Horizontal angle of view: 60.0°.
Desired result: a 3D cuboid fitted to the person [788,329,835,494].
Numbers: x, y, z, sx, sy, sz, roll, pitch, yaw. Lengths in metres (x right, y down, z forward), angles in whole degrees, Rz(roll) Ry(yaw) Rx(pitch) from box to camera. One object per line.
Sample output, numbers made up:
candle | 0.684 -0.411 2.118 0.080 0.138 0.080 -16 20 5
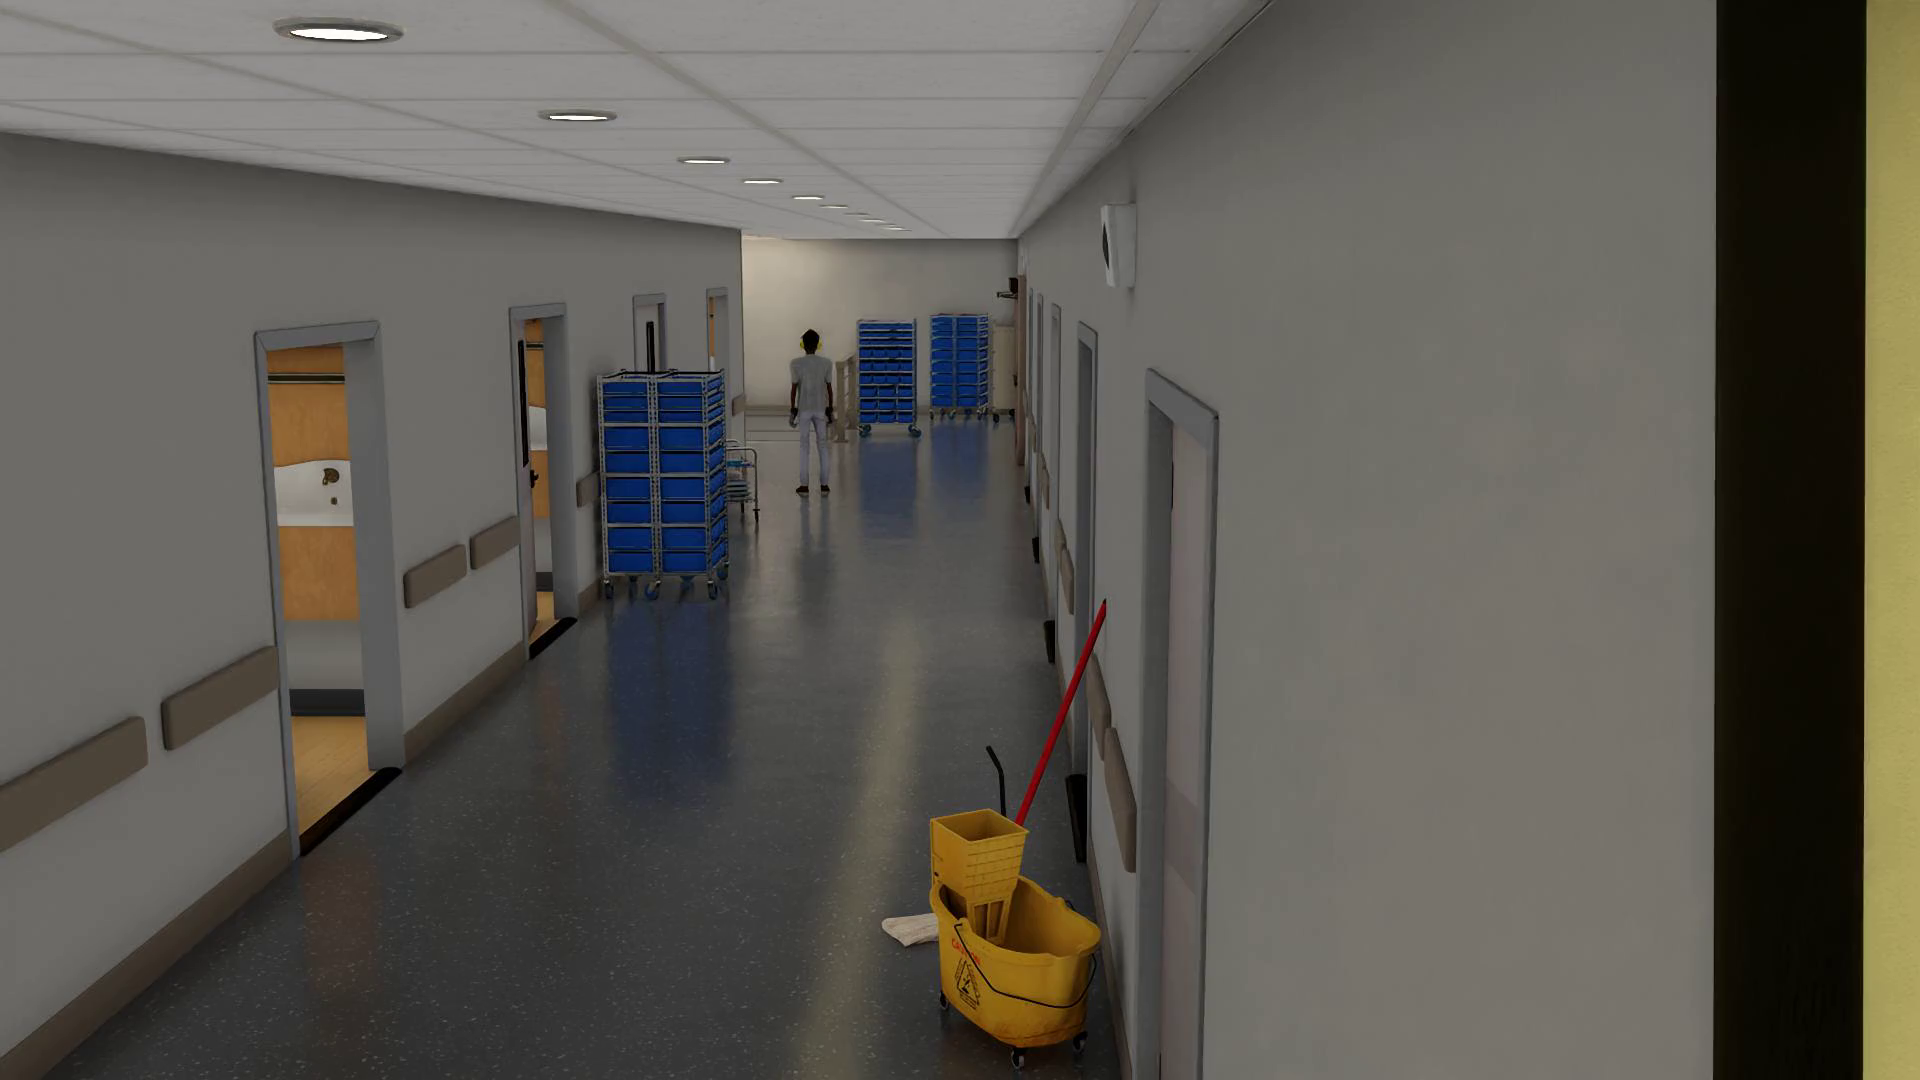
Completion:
person | -1.687 -1.454 18.887 0.532 1.871 0.321 -3 10 -16
